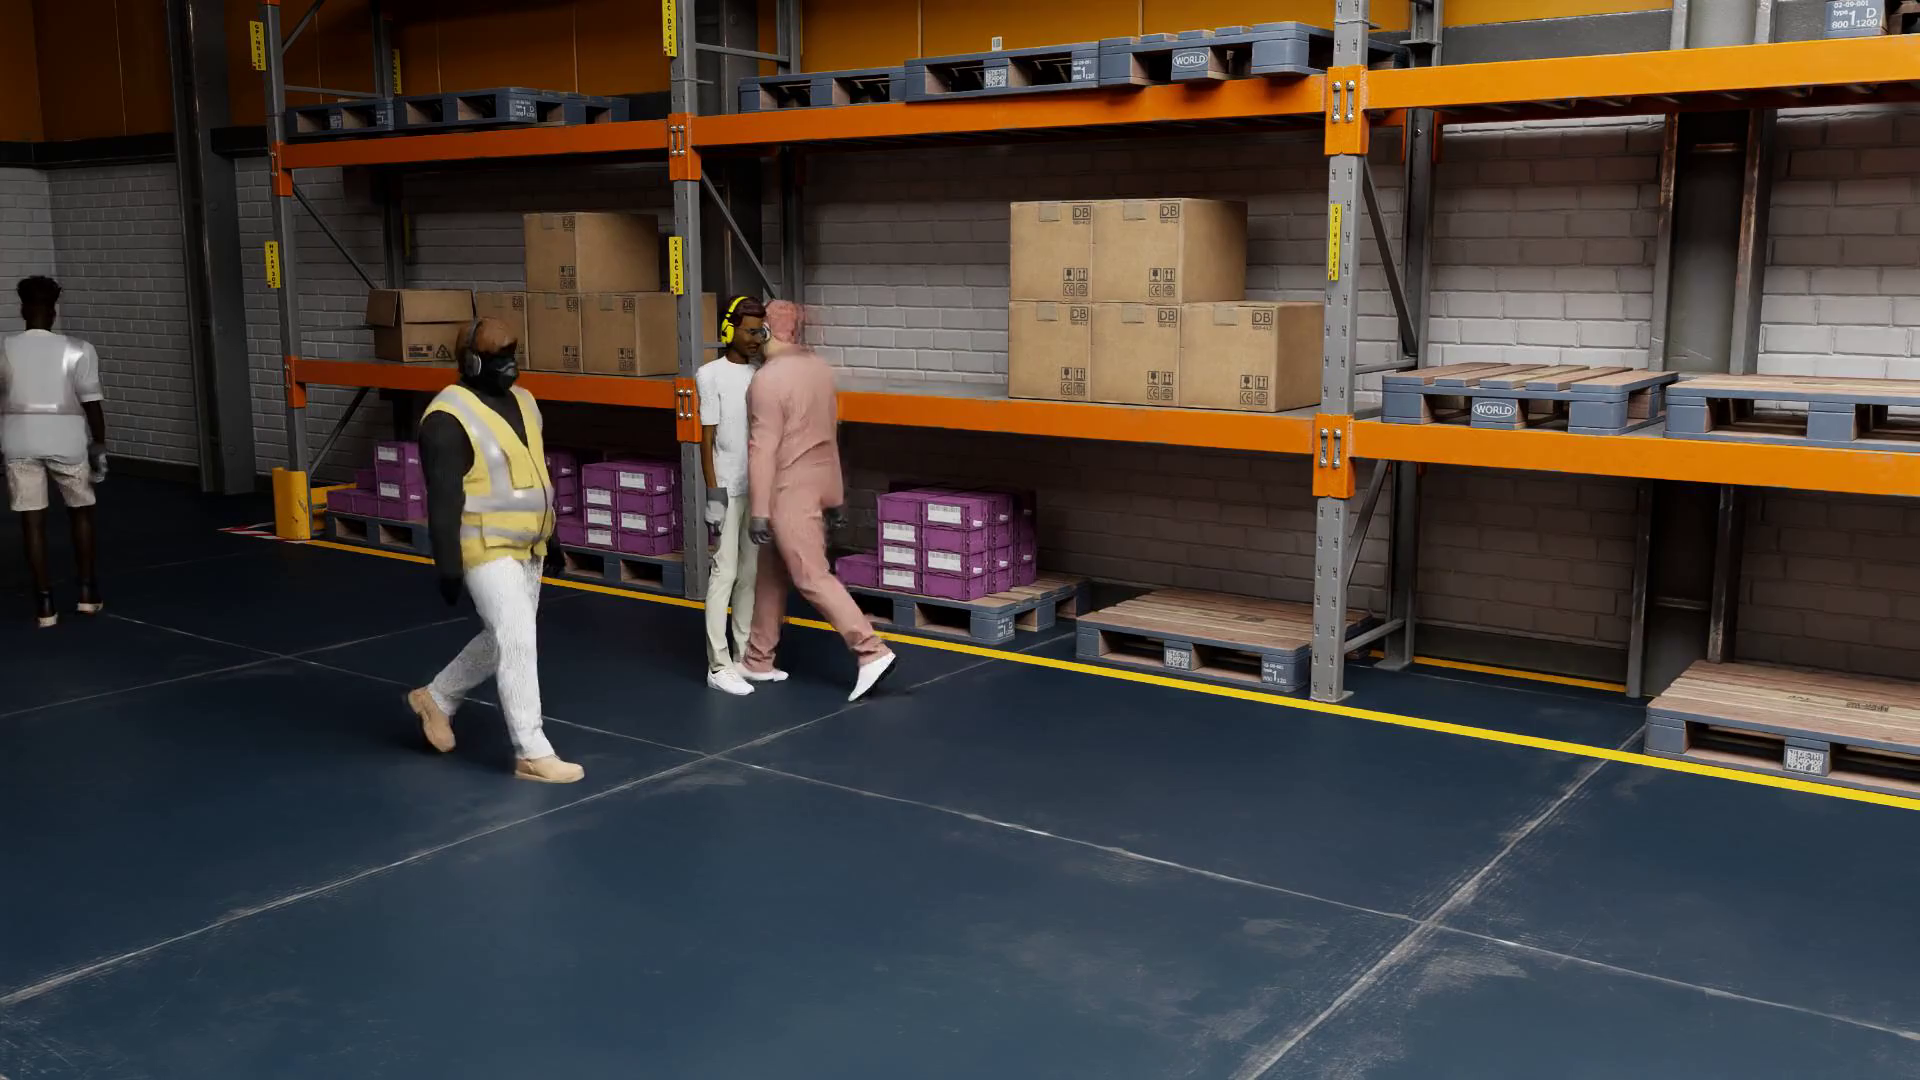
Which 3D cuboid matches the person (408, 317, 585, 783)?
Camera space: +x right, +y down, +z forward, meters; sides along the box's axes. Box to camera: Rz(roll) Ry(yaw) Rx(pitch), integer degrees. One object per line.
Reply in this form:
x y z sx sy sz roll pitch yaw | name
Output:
-1.864 0.031 6.538 0.799 1.815 0.632 2 10 14 | person

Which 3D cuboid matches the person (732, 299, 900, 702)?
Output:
-0.702 -0.199 7.806 0.960 1.852 0.674 3 10 18 | person

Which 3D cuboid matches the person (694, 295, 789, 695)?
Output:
-1.030 -0.216 7.855 0.329 1.865 0.509 5 11 27 | person

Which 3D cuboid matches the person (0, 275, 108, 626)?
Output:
-5.146 -0.510 9.356 0.634 1.935 0.618 -4 10 -22 | person
